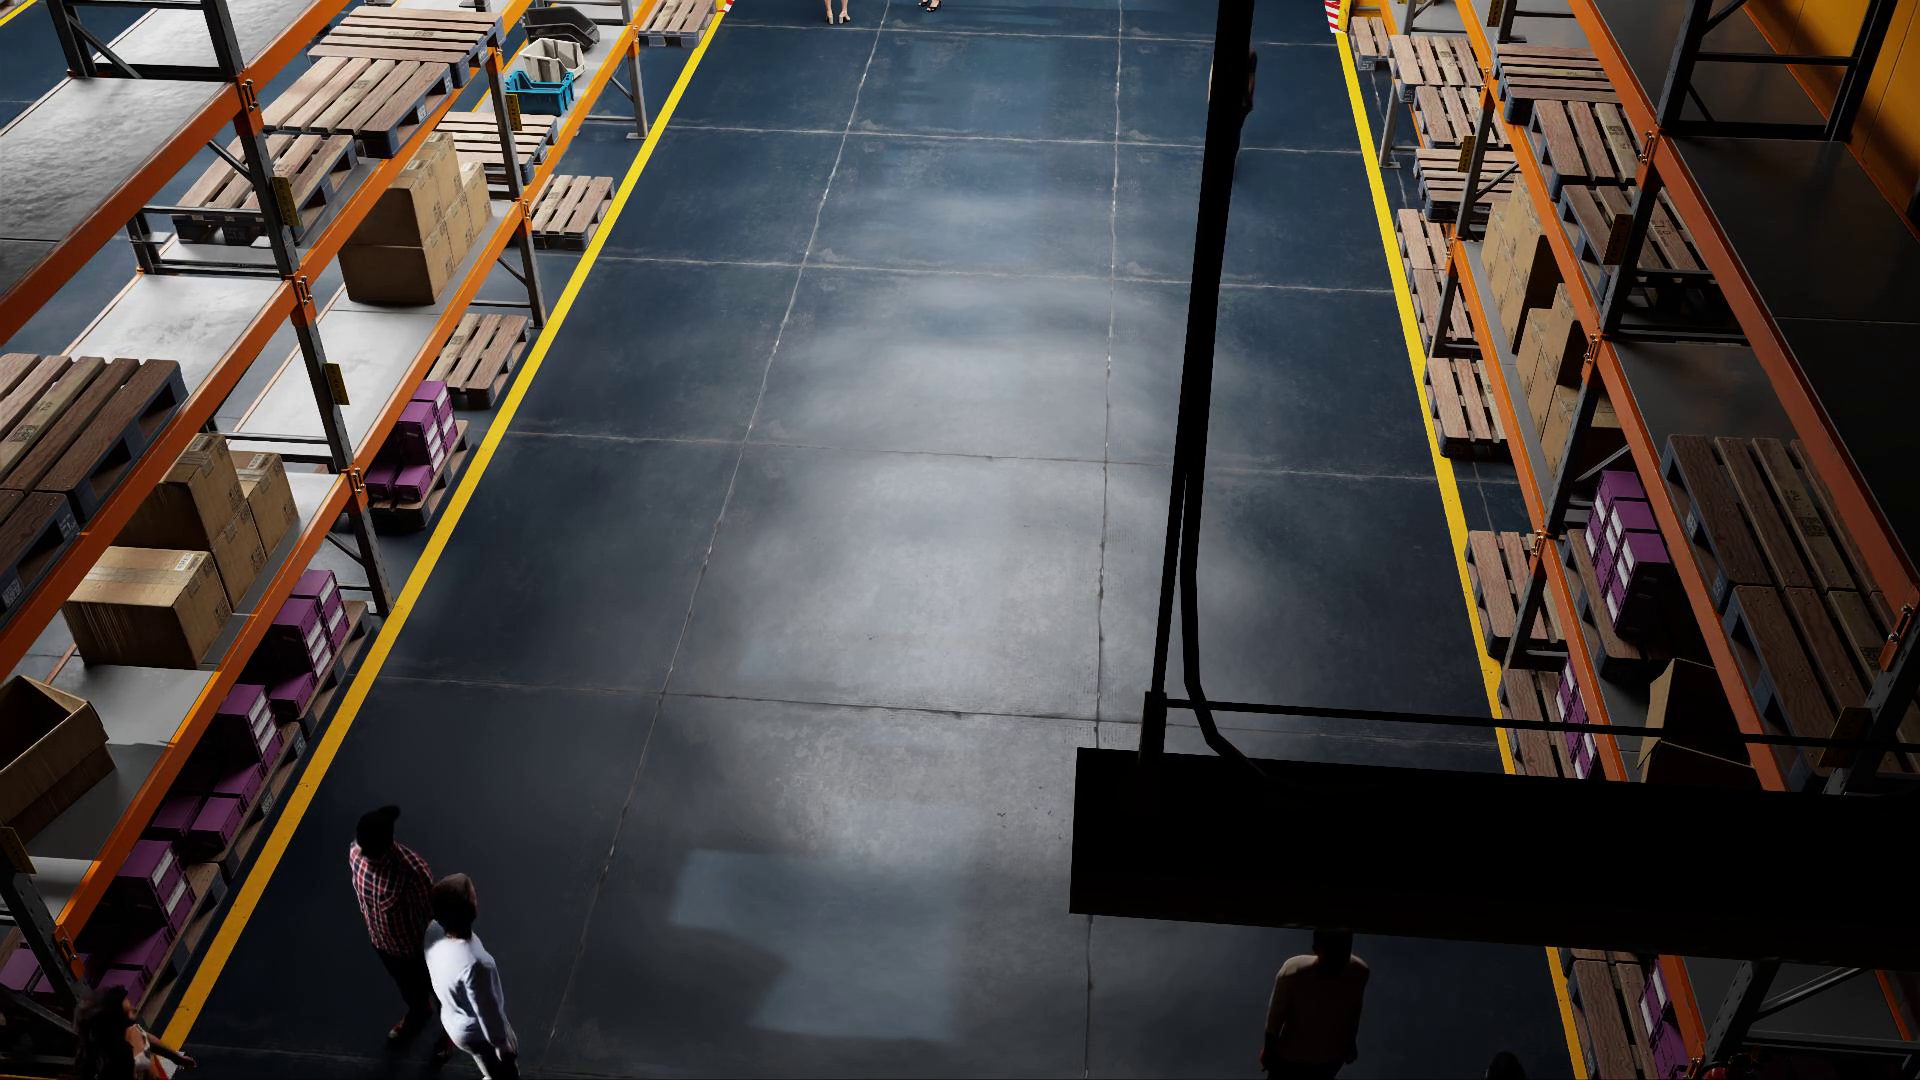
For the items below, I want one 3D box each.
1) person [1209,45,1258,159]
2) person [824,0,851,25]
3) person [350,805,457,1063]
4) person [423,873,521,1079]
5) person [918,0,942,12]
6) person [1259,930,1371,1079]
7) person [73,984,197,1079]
[{"bbox_3d":[2.827,-4.626,17.258,0.734,1.697,0.967,10,40,12],"label":"person"},{"bbox_3d":[-1.561,-7.262,20.497,0.629,1.775,0.611,3,39,4],"label":"person"},{"bbox_3d":[-2.951,2.061,8.833,0.761,1.761,0.717,16,41,19],"label":"person"},{"bbox_3d":[-2.482,2.439,8.285,1.085,1.856,1.066,-21,43,-24],"label":"person"},{"bbox_3d":[-0.398,-7.529,20.832,0.857,1.773,0.777,-18,42,-21],"label":"person"},{"bbox_3d":[1.726,2.485,8.262,0.715,1.811,0.649,-7,39,-9],"label":"person"},{"bbox_3d":[-4.056,2.771,8.094,1.006,1.575,1.007,-23,44,-26],"label":"person"}]
